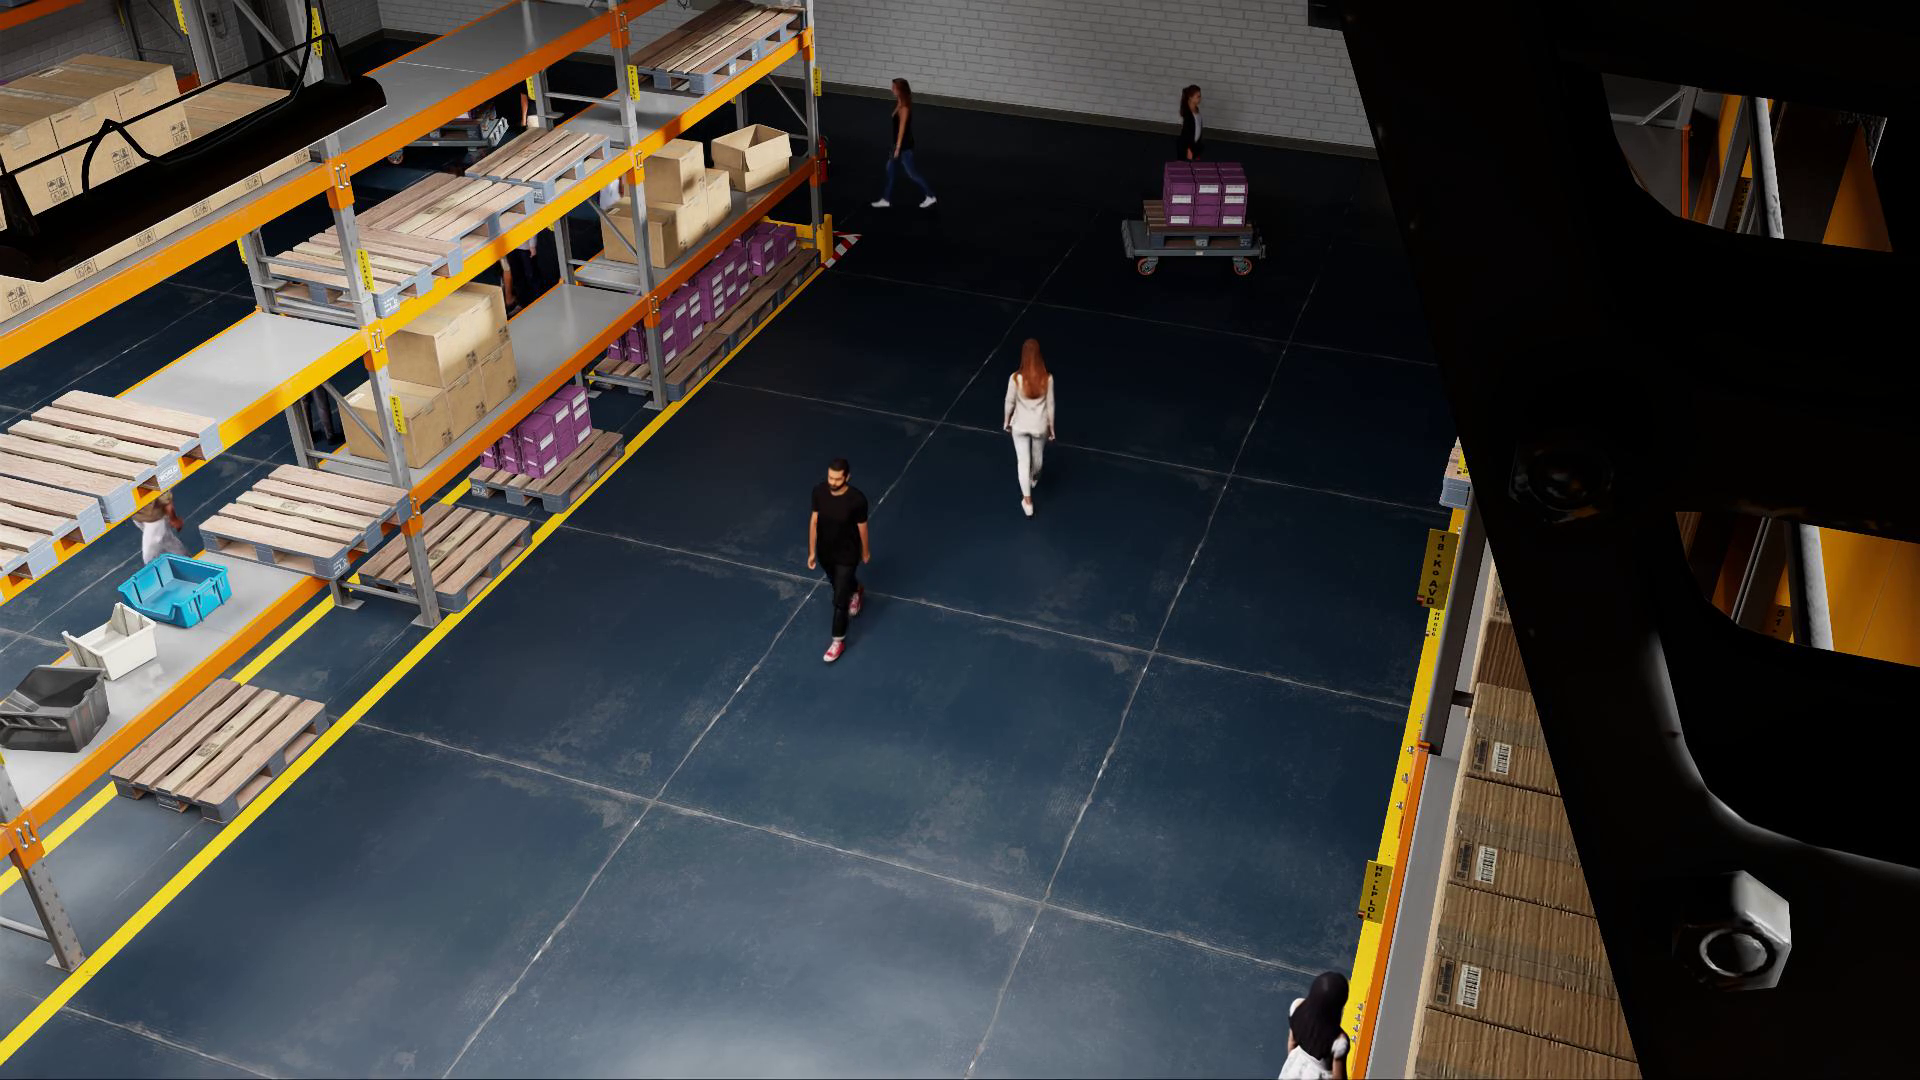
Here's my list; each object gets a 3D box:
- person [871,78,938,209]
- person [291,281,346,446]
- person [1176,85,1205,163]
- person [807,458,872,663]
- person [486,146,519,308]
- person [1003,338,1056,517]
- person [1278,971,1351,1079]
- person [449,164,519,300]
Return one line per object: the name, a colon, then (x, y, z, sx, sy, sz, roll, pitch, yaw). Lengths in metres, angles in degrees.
person: (-0.634, -4.991, 21.110, 1.014, 1.684, 1.094, -7, 34, -10)
person: (-6.364, -1.745, 16.140, 0.610, 1.779, 0.518, 7, 34, 11)
person: (2.870, -5.098, 21.398, 0.681, 1.542, 0.614, 23, 40, 31)
person: (-0.944, 0.050, 13.490, 0.678, 1.724, 1.174, 15, 36, 21)
person: (-5.204, -3.483, 18.693, 0.672, 1.848, 0.671, 12, 36, 18)
person: (0.646, -0.982, 15.075, 0.854, 1.688, 1.046, -2, 34, -3)
person: (1.900, 2.995, 9.018, 0.817, 1.769, 0.782, -21, 39, -29)
person: (-5.382, -3.430, 18.787, 1.199, 1.655, 1.012, -20, 38, -27)
